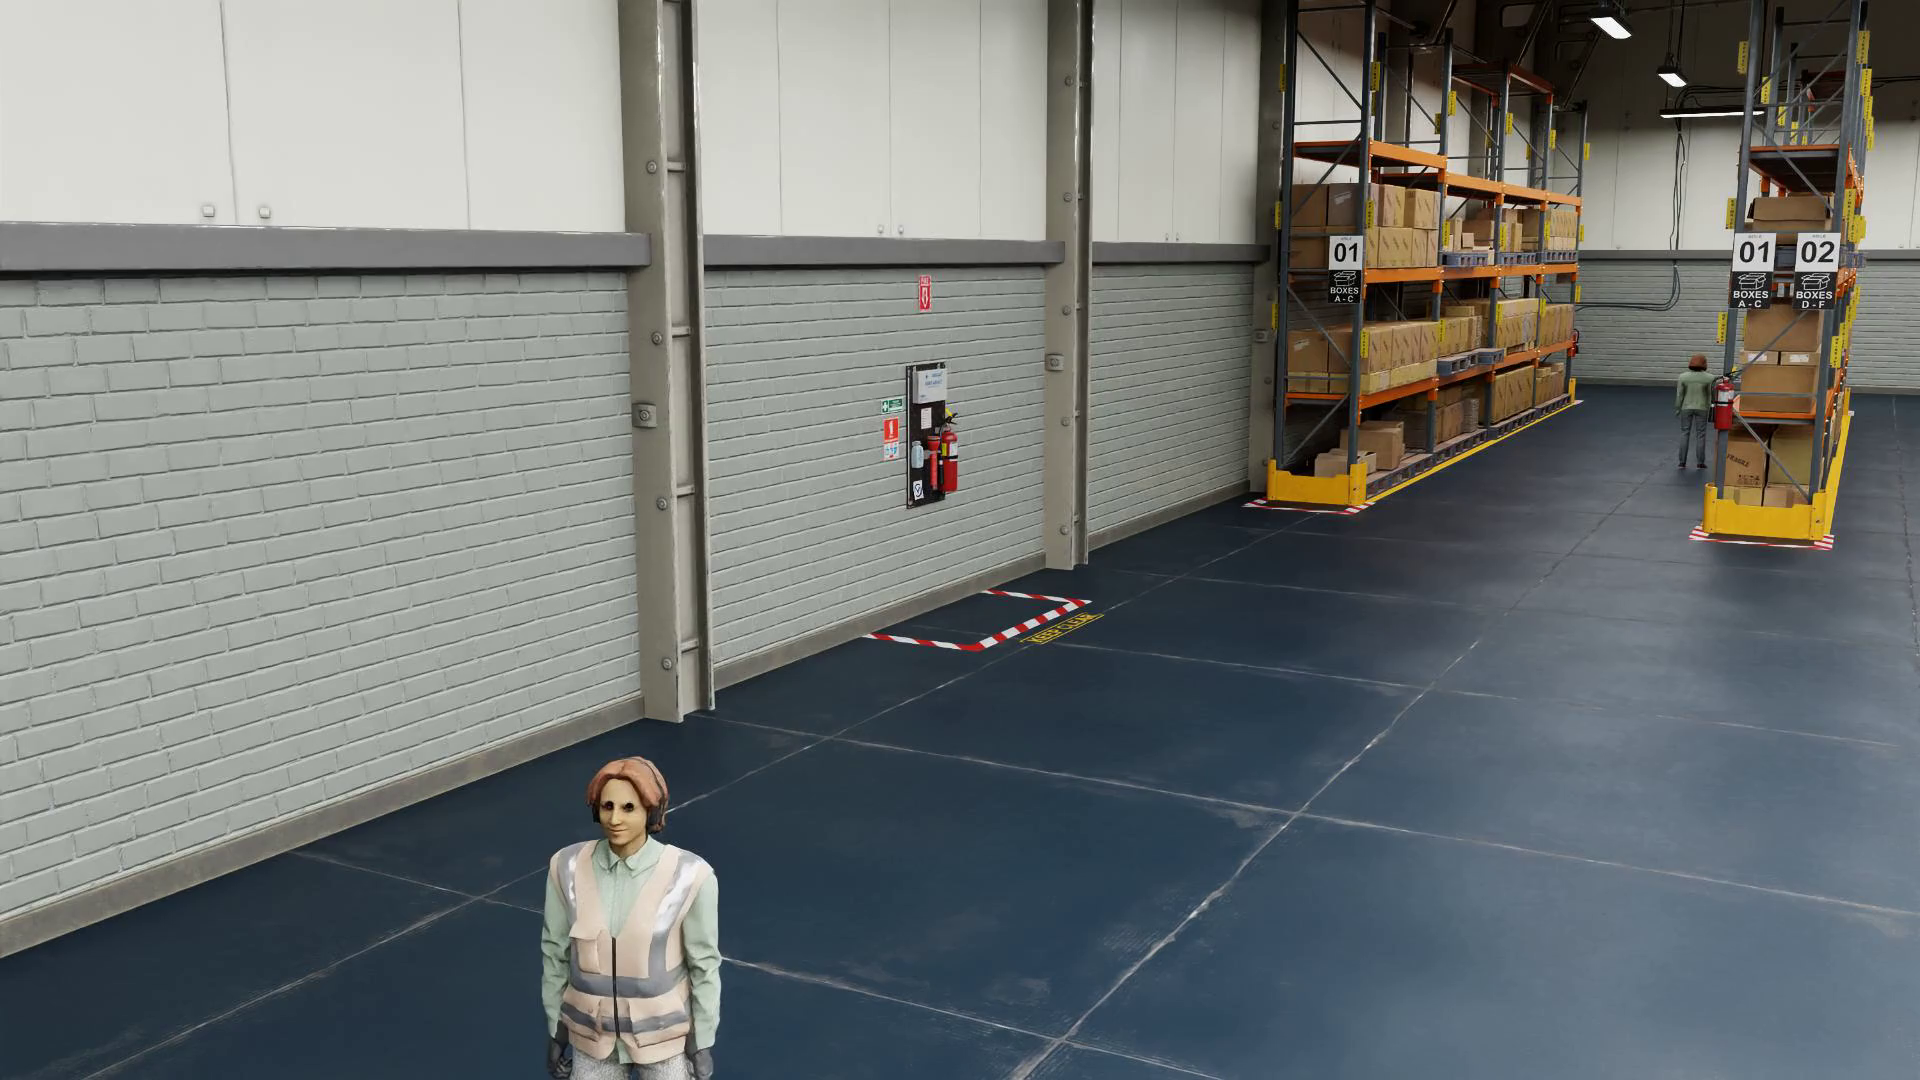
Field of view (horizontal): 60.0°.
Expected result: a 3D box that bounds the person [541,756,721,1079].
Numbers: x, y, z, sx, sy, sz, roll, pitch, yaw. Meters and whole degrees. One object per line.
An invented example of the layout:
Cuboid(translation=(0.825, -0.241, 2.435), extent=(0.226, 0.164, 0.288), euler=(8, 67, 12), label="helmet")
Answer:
Cuboid(translation=(-0.912, 1.395, 4.633), extent=(0.511, 1.644, 0.308), euler=(1, 10, 8), label="person")

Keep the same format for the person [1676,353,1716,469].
Cuboid(translation=(10.369, -1.816, 23.466), extent=(0.507, 1.631, 0.271), euler=(6, 11, 31), label="person")
